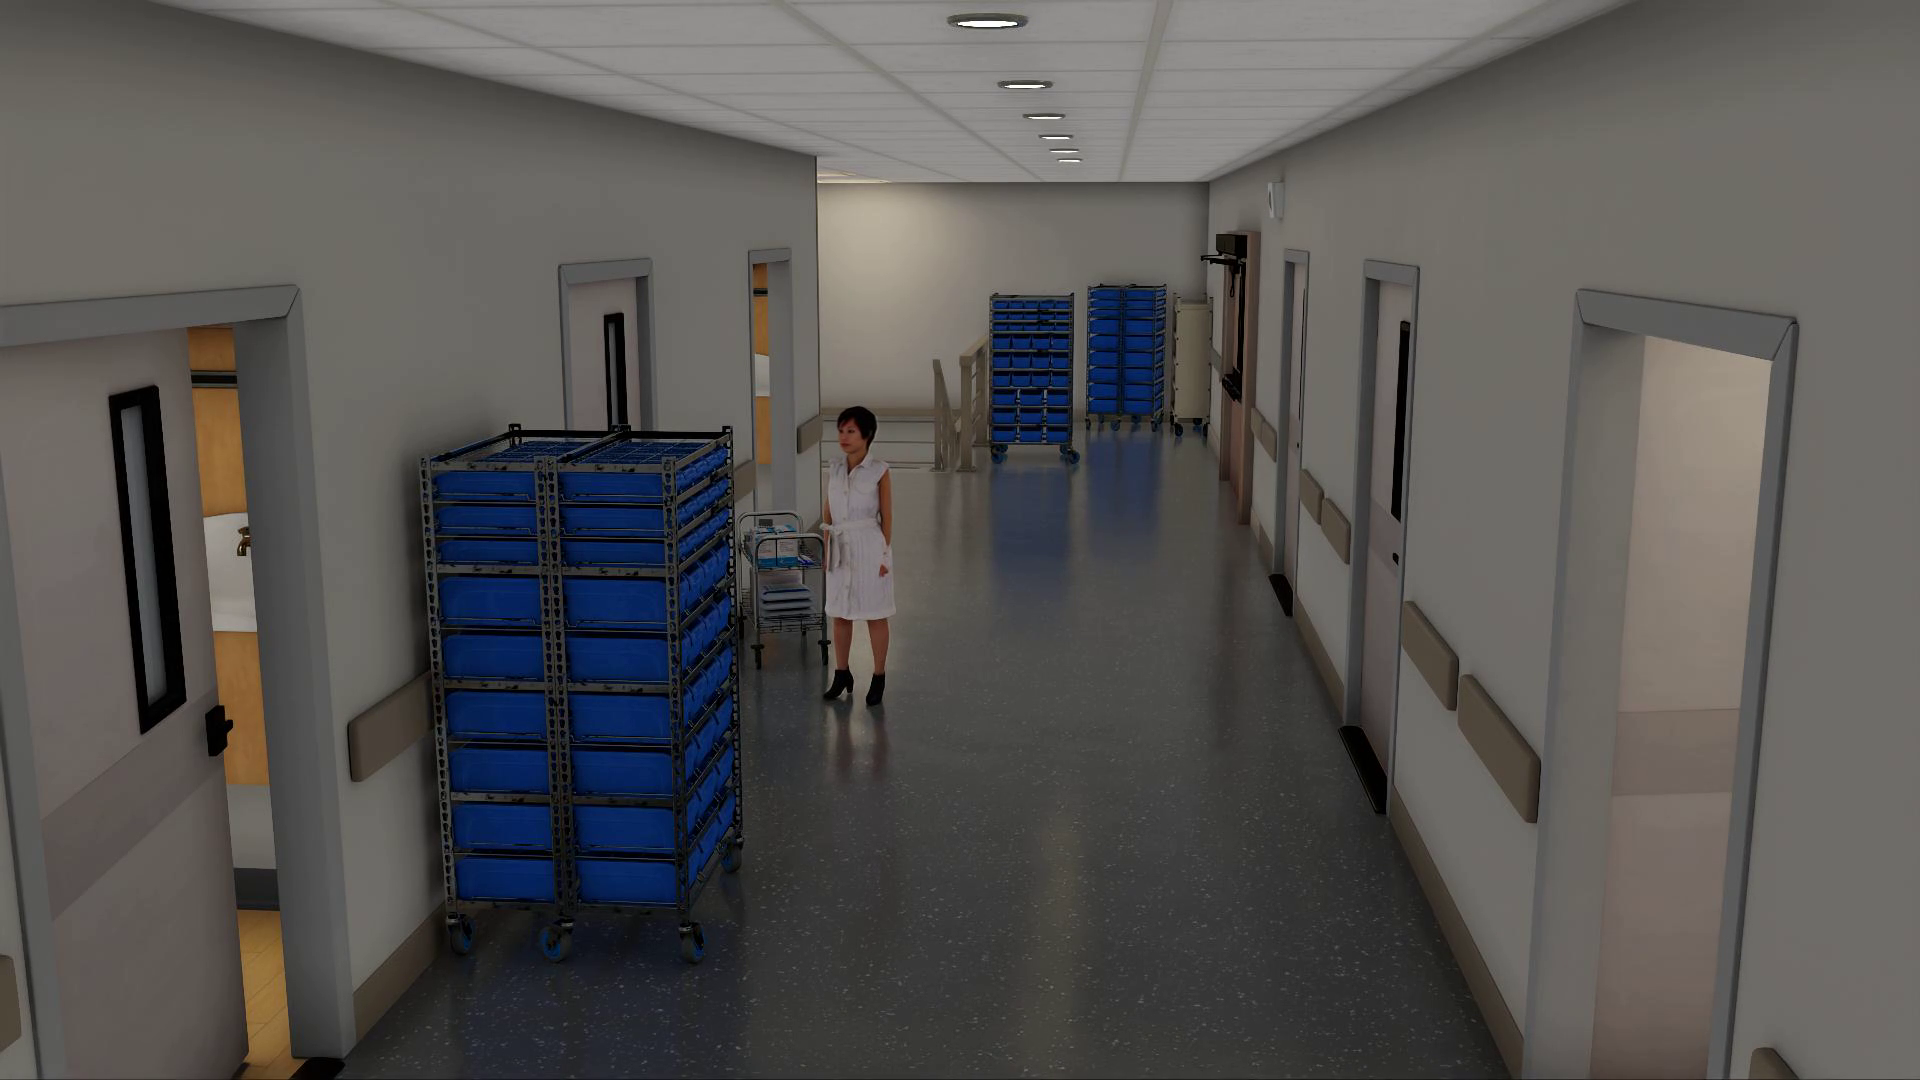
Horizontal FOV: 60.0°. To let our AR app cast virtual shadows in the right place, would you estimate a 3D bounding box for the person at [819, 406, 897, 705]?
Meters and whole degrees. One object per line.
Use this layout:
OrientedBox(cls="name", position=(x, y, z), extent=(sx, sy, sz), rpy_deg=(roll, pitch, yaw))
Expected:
OrientedBox(cls="person", position=(-0.534, 0.071, 8.691), extent=(0.619, 1.556, 0.616), rpy_deg=(5, 12, 24))
